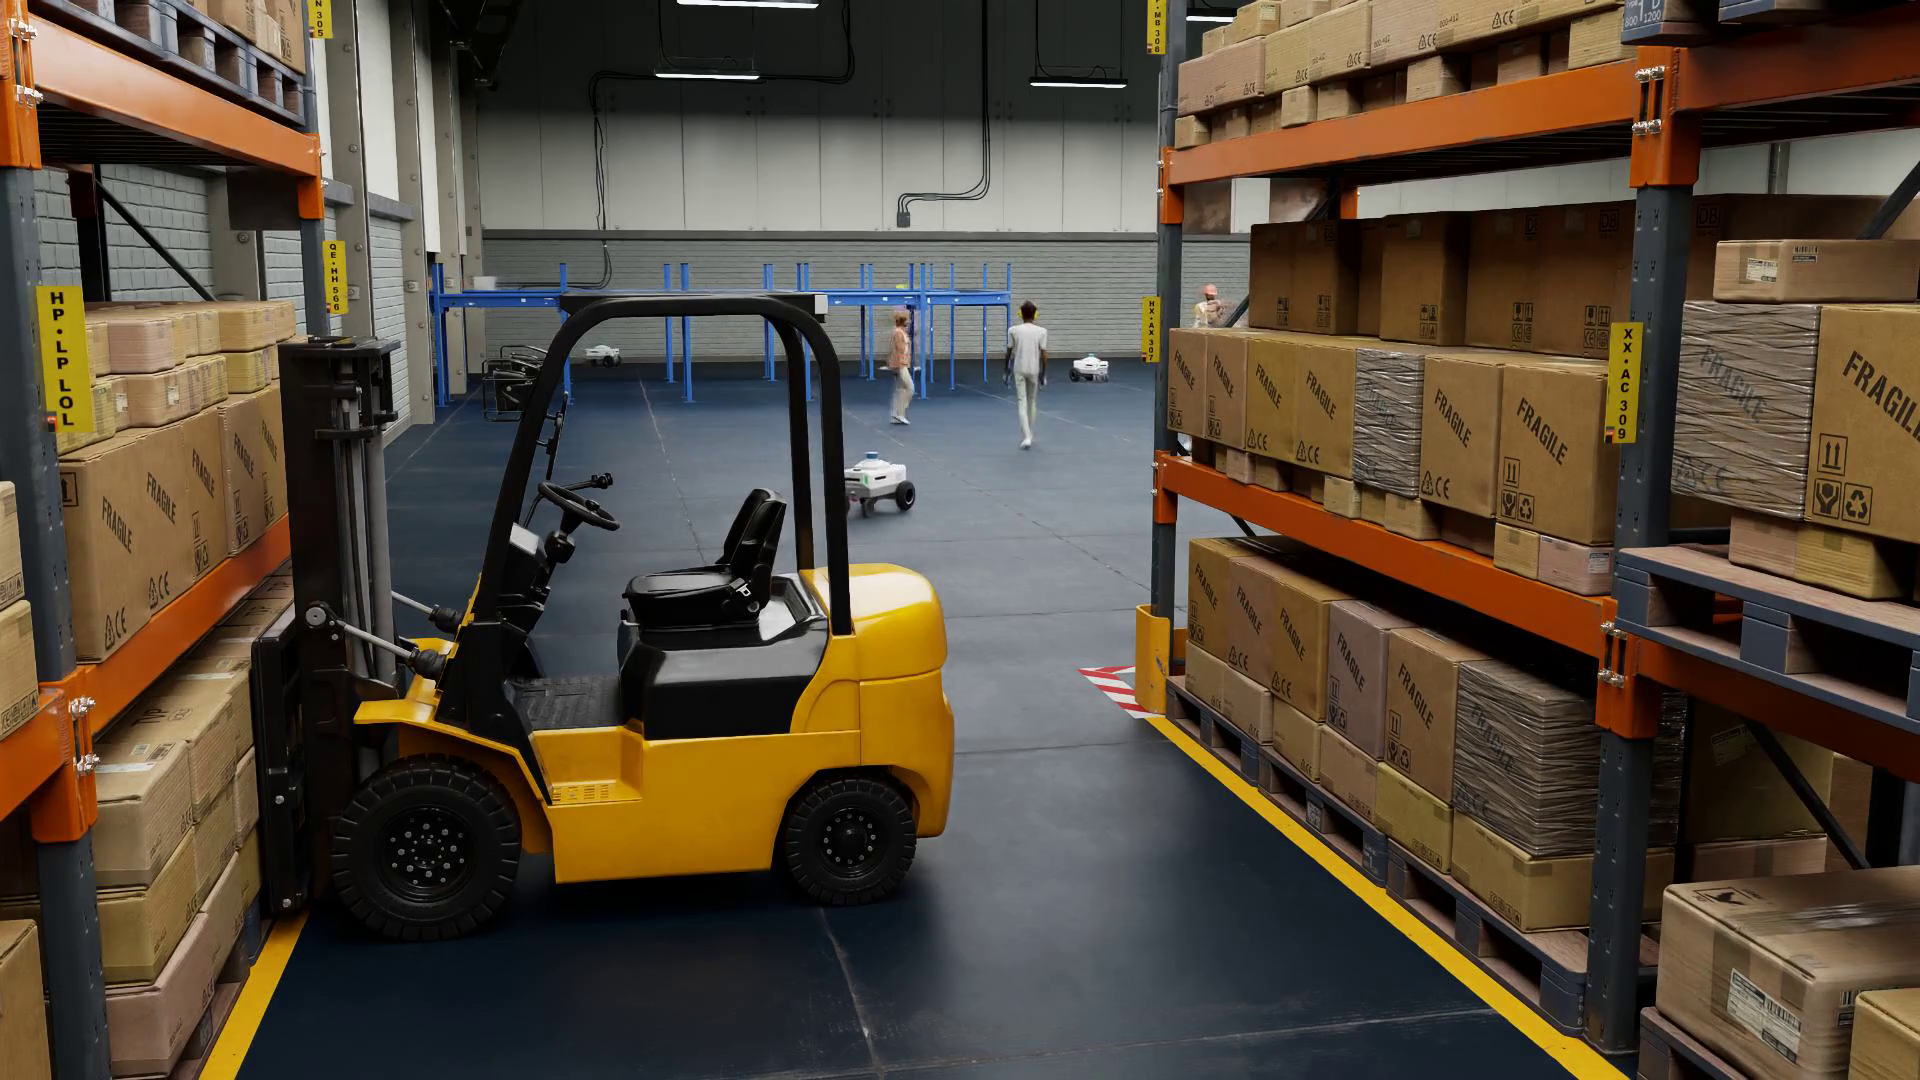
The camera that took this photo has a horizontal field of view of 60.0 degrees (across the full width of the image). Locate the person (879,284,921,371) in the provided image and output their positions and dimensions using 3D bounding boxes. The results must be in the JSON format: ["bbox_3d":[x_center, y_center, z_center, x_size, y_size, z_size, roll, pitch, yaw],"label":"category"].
[{"bbox_3d":[-1.269,-4.585,36.005,0.974,1.880,0.601,2,10,12],"label":"person"}]

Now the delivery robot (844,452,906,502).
[{"bbox_3d":[-0.806,-0.570,15.384,0.477,0.478,0.707,6,11,30],"label":"delivery robot"}]

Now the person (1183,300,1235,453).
[{"bbox_3d":[3.127,-1.983,20.211,0.989,1.863,0.651,-7,11,-35],"label":"person"}]

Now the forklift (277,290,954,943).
[{"bbox_3d":[-1.179,0.175,6.143,2.313,2.155,1.214,-2,10,-12],"label":"forklift"}]

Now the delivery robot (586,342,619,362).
[{"bbox_3d":[-8.142,-4.256,37.852,0.707,0.478,0.477,2,10,11],"label":"delivery robot"}]

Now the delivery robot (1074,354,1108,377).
[{"bbox_3d":[2.580,-3.433,32.833,0.477,0.478,0.707,-8,12,-41],"label":"delivery robot"}]

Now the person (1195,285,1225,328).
[{"bbox_3d":[4.841,-3.936,31.960,0.566,1.896,0.919,-1,9,-9],"label":"person"}]

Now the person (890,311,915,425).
[{"bbox_3d":[-0.803,-2.446,23.679,0.408,1.623,0.526,1,9,5],"label":"person"}]

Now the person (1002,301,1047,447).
[{"bbox_3d":[0.820,-2.095,21.007,0.540,1.818,0.975,-1,9,-6],"label":"person"}]
